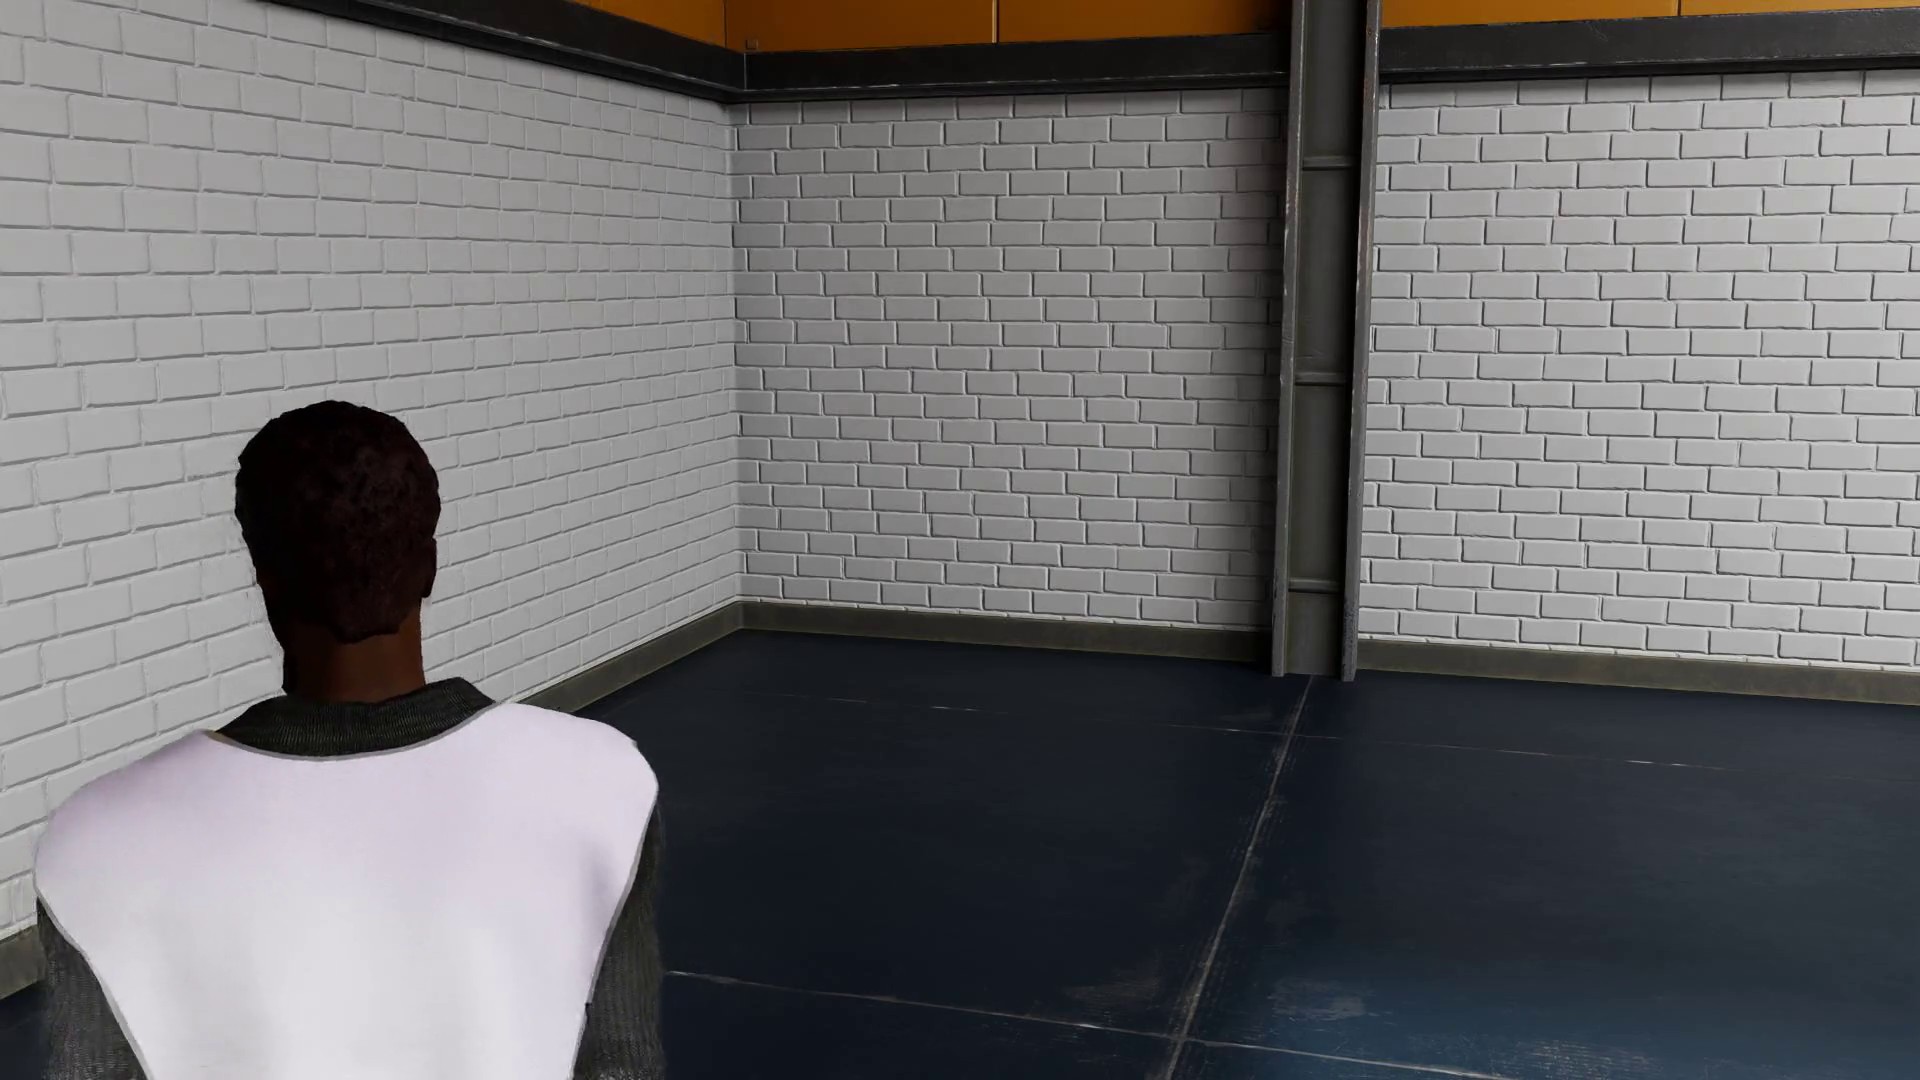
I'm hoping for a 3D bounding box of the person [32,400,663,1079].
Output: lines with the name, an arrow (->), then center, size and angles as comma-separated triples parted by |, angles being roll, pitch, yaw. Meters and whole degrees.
person -> -0.601, 0.803, 1.738 | 0.603, 1.897, 0.794 | -4, 10, -25
